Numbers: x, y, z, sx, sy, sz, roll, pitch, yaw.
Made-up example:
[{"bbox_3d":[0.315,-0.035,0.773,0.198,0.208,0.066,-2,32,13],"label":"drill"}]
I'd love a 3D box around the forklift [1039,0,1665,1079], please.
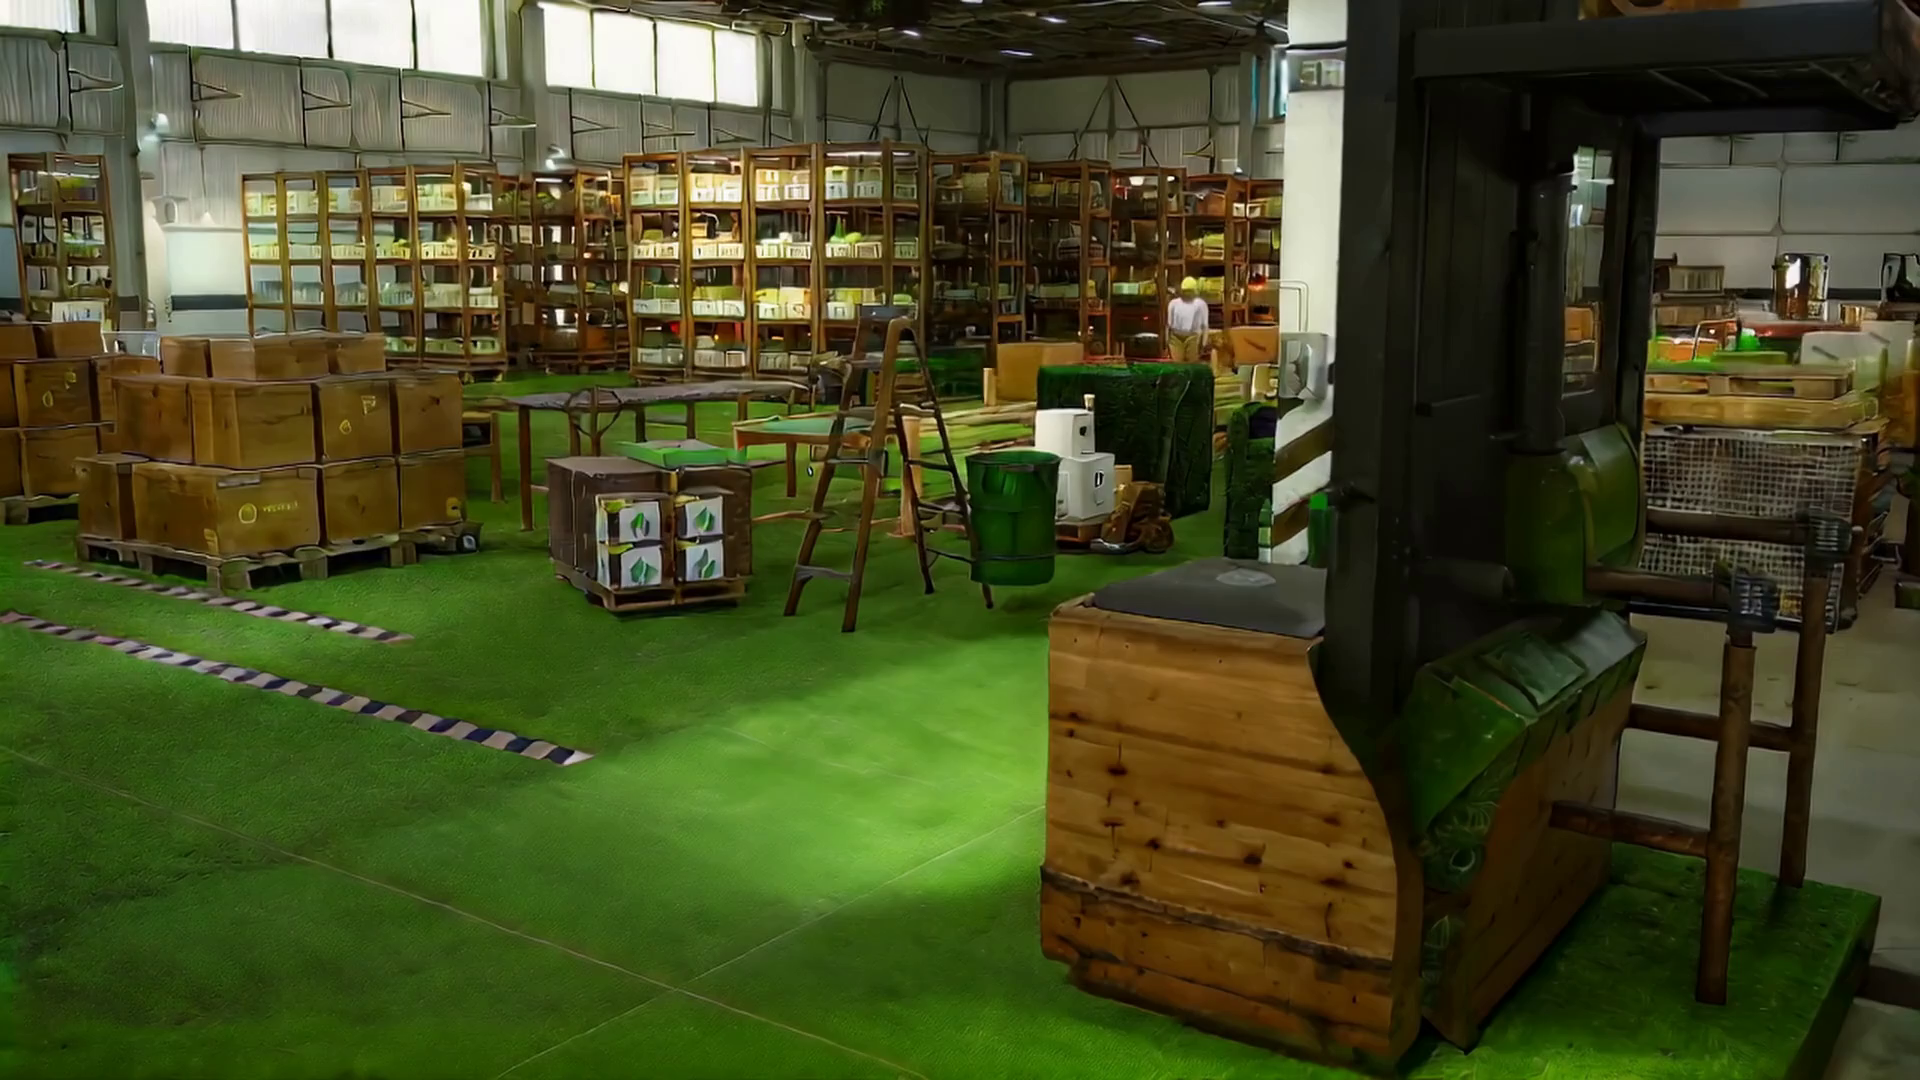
[{"bbox_3d":[1.249,-0.137,4.360,1.873,2.768,1.129,7,12,35],"label":"forklift"}]

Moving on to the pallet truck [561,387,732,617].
[{"bbox_3d":[-1.981,-0.274,10.088,0.680,1.201,1.601,-5,11,-28],"label":"pallet truck"}]

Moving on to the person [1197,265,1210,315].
[{"bbox_3d":[5.572,-5.324,37.921,0.672,1.975,0.646,6,11,30],"label":"person"}]

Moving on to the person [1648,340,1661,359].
[{"bbox_3d":[13.712,-4.590,33.509,0.818,2.010,0.635,-1,10,-8],"label":"person"}]

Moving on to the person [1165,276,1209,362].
[{"bbox_3d":[3.117,-2.717,22.875,0.615,1.814,0.432,4,10,21],"label":"person"}]

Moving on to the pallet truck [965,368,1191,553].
[{"bbox_3d":[0.845,-0.609,11.869,1.630,1.274,0.653,7,12,35],"label":"pallet truck"}]

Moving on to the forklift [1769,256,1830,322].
[{"bbox_3d":[20.253,-5.854,40.139,1.157,1.987,2.680,7,12,35],"label":"forklift"}]

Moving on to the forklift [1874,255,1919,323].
[{"bbox_3d":[22.089,-5.634,38.796,1.157,1.987,2.680,6,11,33],"label":"forklift"}]
